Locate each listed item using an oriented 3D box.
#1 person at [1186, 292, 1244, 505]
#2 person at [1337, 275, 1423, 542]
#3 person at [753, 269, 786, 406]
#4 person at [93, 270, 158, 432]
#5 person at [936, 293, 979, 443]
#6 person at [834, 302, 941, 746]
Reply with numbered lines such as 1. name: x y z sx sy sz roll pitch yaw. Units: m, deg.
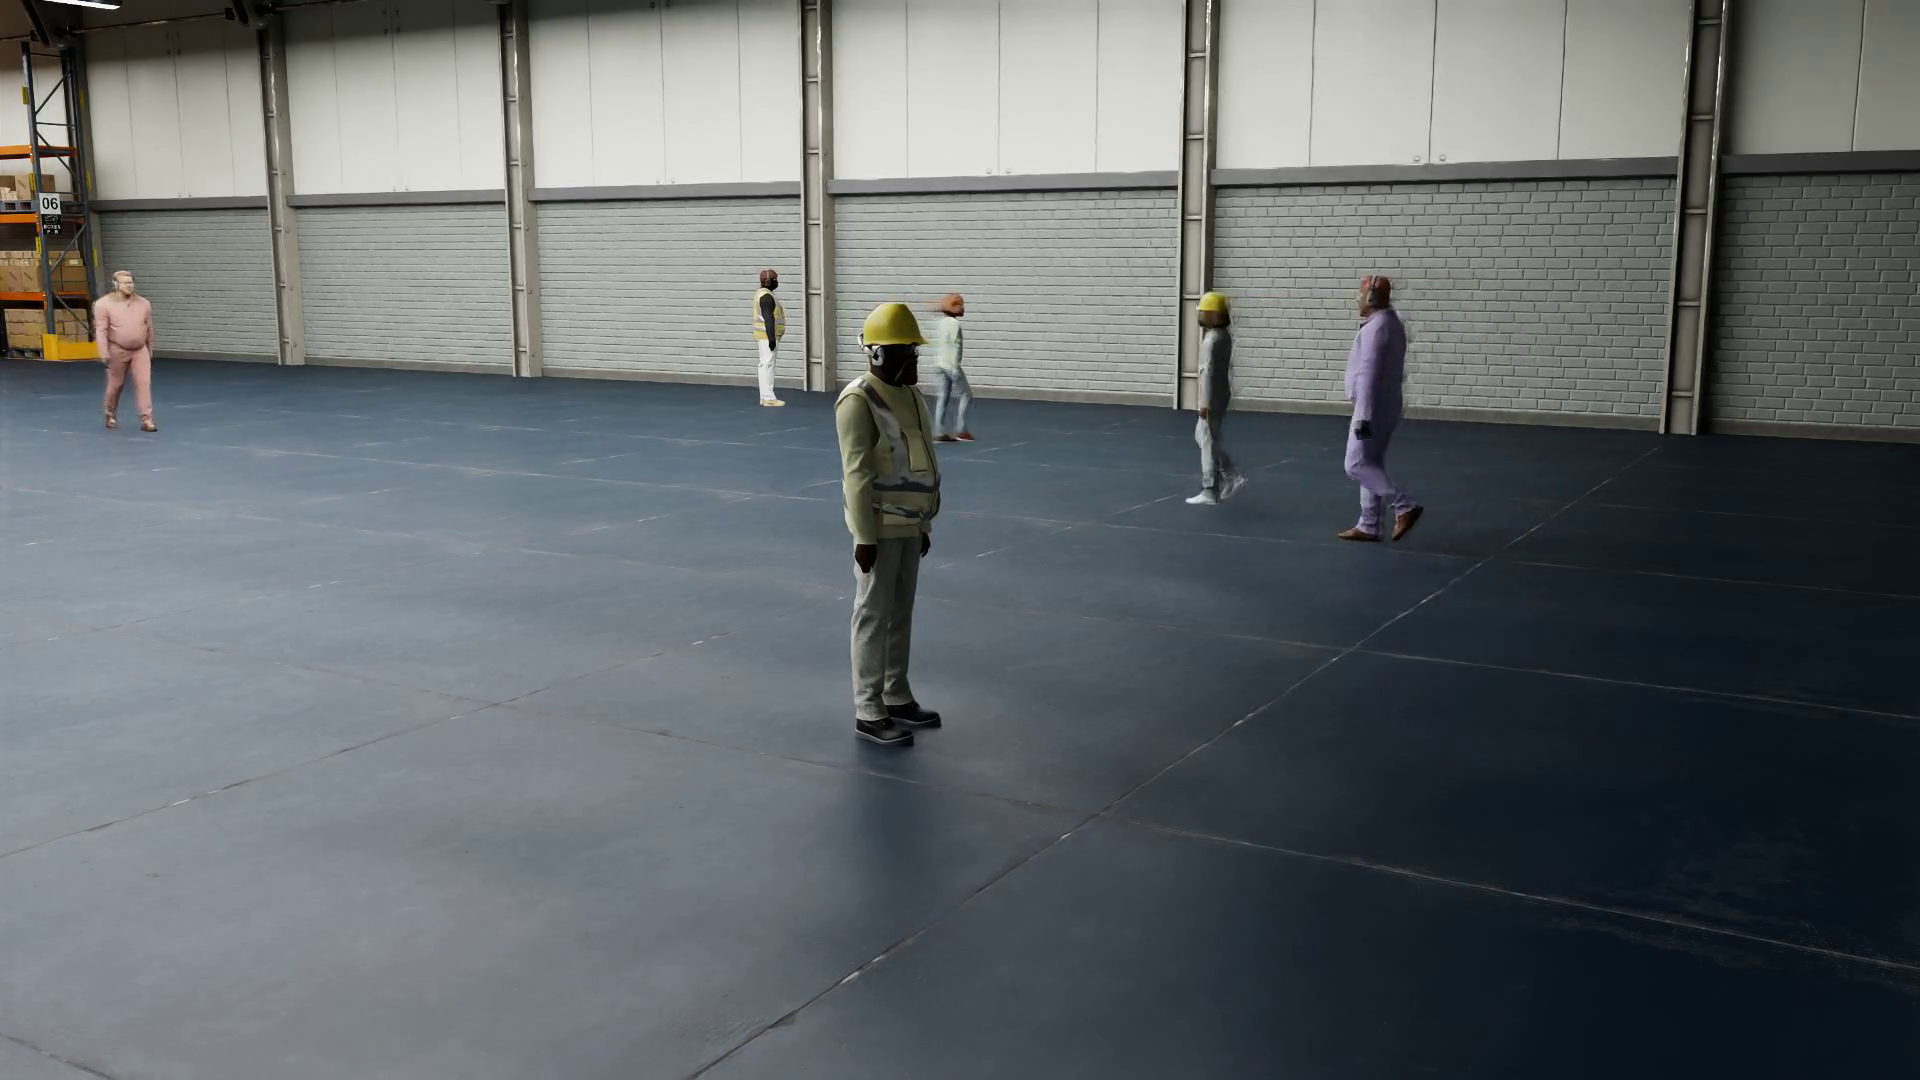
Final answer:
1. person: 2.044 -1.142 13.503 0.378 1.731 0.503 4 11 23
2. person: 2.949 -0.899 11.634 0.526 1.891 0.661 5 11 27
3. person: -2.573 -2.728 22.494 0.429 1.844 0.624 -3 10 -15
4. person: -9.730 -2.204 19.369 0.966 1.869 0.653 9 13 43
5. person: -0.011 -1.857 18.027 0.585 1.610 0.530 -4 10 -20
6. person: -0.282 -0.074 6.979 0.403 1.833 0.591 4 10 22
